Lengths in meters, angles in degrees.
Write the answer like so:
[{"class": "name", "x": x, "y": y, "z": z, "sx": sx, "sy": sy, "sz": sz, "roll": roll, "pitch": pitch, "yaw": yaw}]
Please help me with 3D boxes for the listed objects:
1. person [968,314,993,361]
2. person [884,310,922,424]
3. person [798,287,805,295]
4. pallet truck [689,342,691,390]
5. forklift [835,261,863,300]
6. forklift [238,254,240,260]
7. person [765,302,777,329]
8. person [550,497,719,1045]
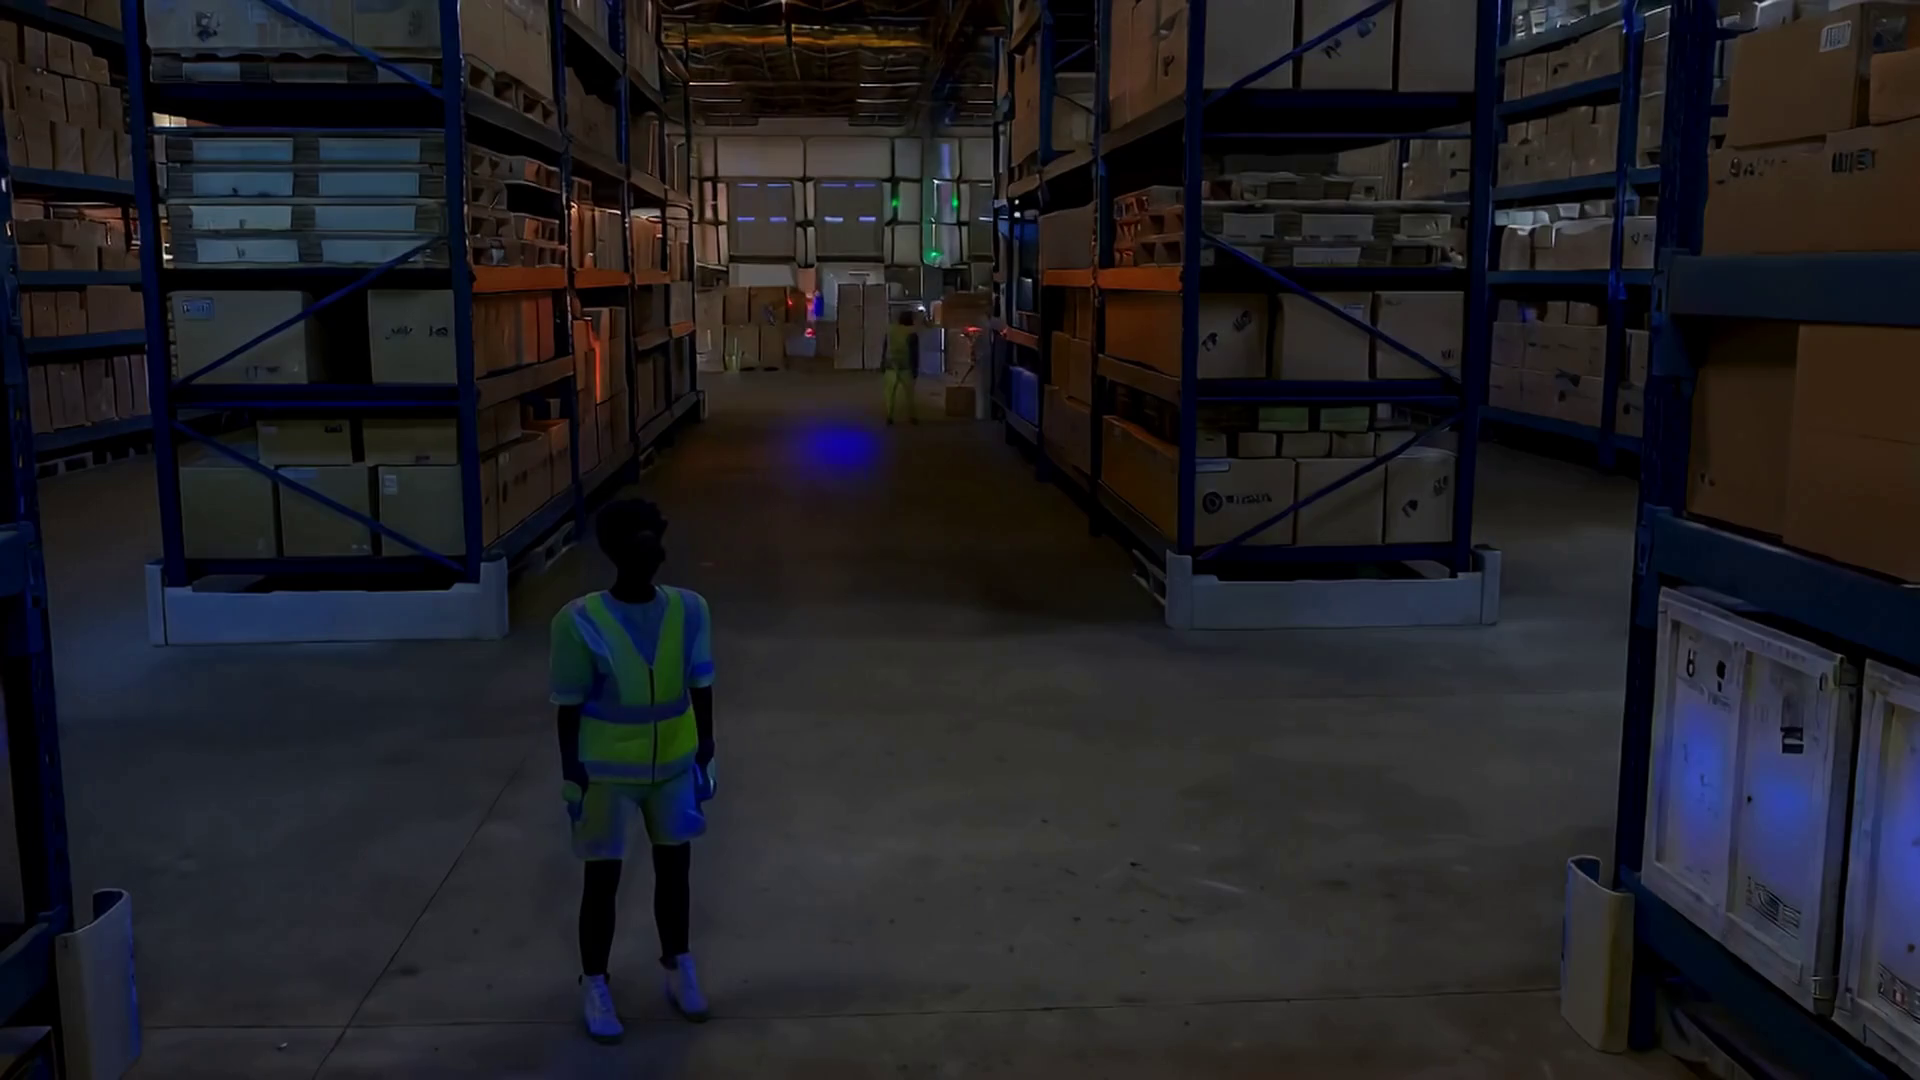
[{"class": "person", "x": 0.440, "y": -3.530, "z": 31.974, "sx": 0.756, "sy": 1.604, "sz": 0.520, "roll": 9, "pitch": 12, "yaw": 43}, {"class": "person", "x": -0.925, "y": -2.750, "z": 26.509, "sx": 0.745, "sy": 1.793, "sz": 0.832, "roll": 5, "pitch": 10, "yaw": 29}, {"class": "person", "x": -5.459, "y": -7.706, "z": 57.183, "sx": 0.372, "sy": 1.936, "sz": 0.566, "roll": 2, "pitch": 9, "yaw": 13}, {"class": "pallet truck", "x": -5.225, "y": -3.008, "z": 27.480, "sx": 1.885, "sy": 1.965, "sz": 0.823, "roll": 2, "pitch": 9, "yaw": 14}, {"class": "forklift", "x": -3.654, "y": -7.844, "z": 55.081, "sx": 1.129, "sy": 2.768, "sz": 1.873, "roll": -1, "pitch": 9, "yaw": -4}, {"class": "forklift", "x": -16.160, "y": -5.088, "z": 37.775, "sx": 1.129, "sy": 2.768, "sz": 1.873, "roll": -1, "pitch": 9, "yaw": -4}, {"class": "person", "x": -5.235, "y": -5.834, "z": 46.424, "sx": 0.511, "sy": 1.619, "sz": 0.512, "roll": -1, "pitch": 9, "yaw": -5}, {"class": "person", "x": -0.998, "y": 0.702, "z": 5.156, "sx": 0.536, "sy": 1.692, "sz": 0.319, "roll": -6, "pitch": 11, "yaw": -33}]
